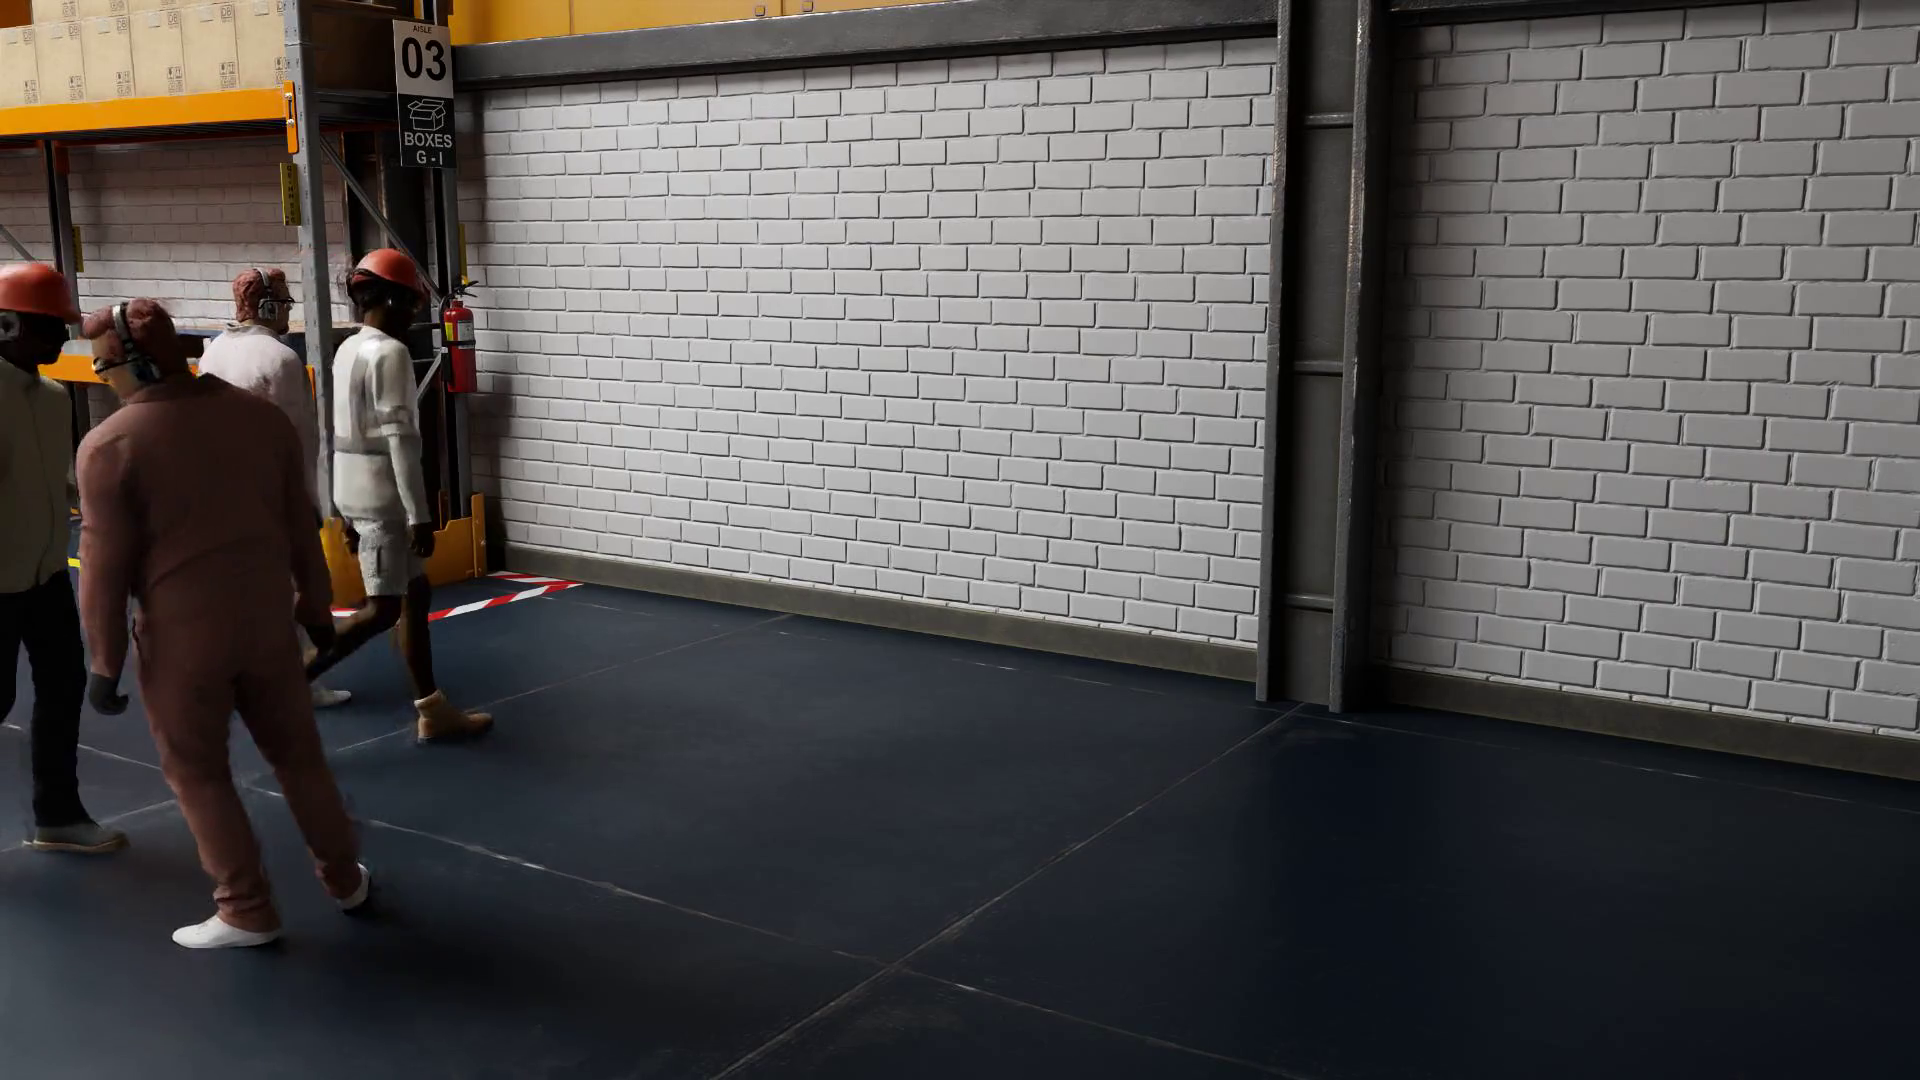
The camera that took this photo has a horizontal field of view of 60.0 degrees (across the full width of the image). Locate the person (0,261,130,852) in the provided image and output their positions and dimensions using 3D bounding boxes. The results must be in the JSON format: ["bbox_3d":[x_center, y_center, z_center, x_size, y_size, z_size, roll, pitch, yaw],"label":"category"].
[{"bbox_3d":[-3.160,0.090,5.372,0.753,1.962,0.641,1,10,7],"label":"person"}]

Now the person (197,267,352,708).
[{"bbox_3d":[-2.963,-0.216,7.198,0.654,1.906,0.407,7,13,35],"label":"person"}]

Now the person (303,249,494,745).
[{"bbox_3d":[-2.356,-0.132,6.506,0.880,1.989,0.683,-6,12,-31],"label":"person"}]

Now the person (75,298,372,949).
[{"bbox_3d":[-2.113,0.249,4.744,0.412,1.868,0.758,7,12,34],"label":"person"}]
